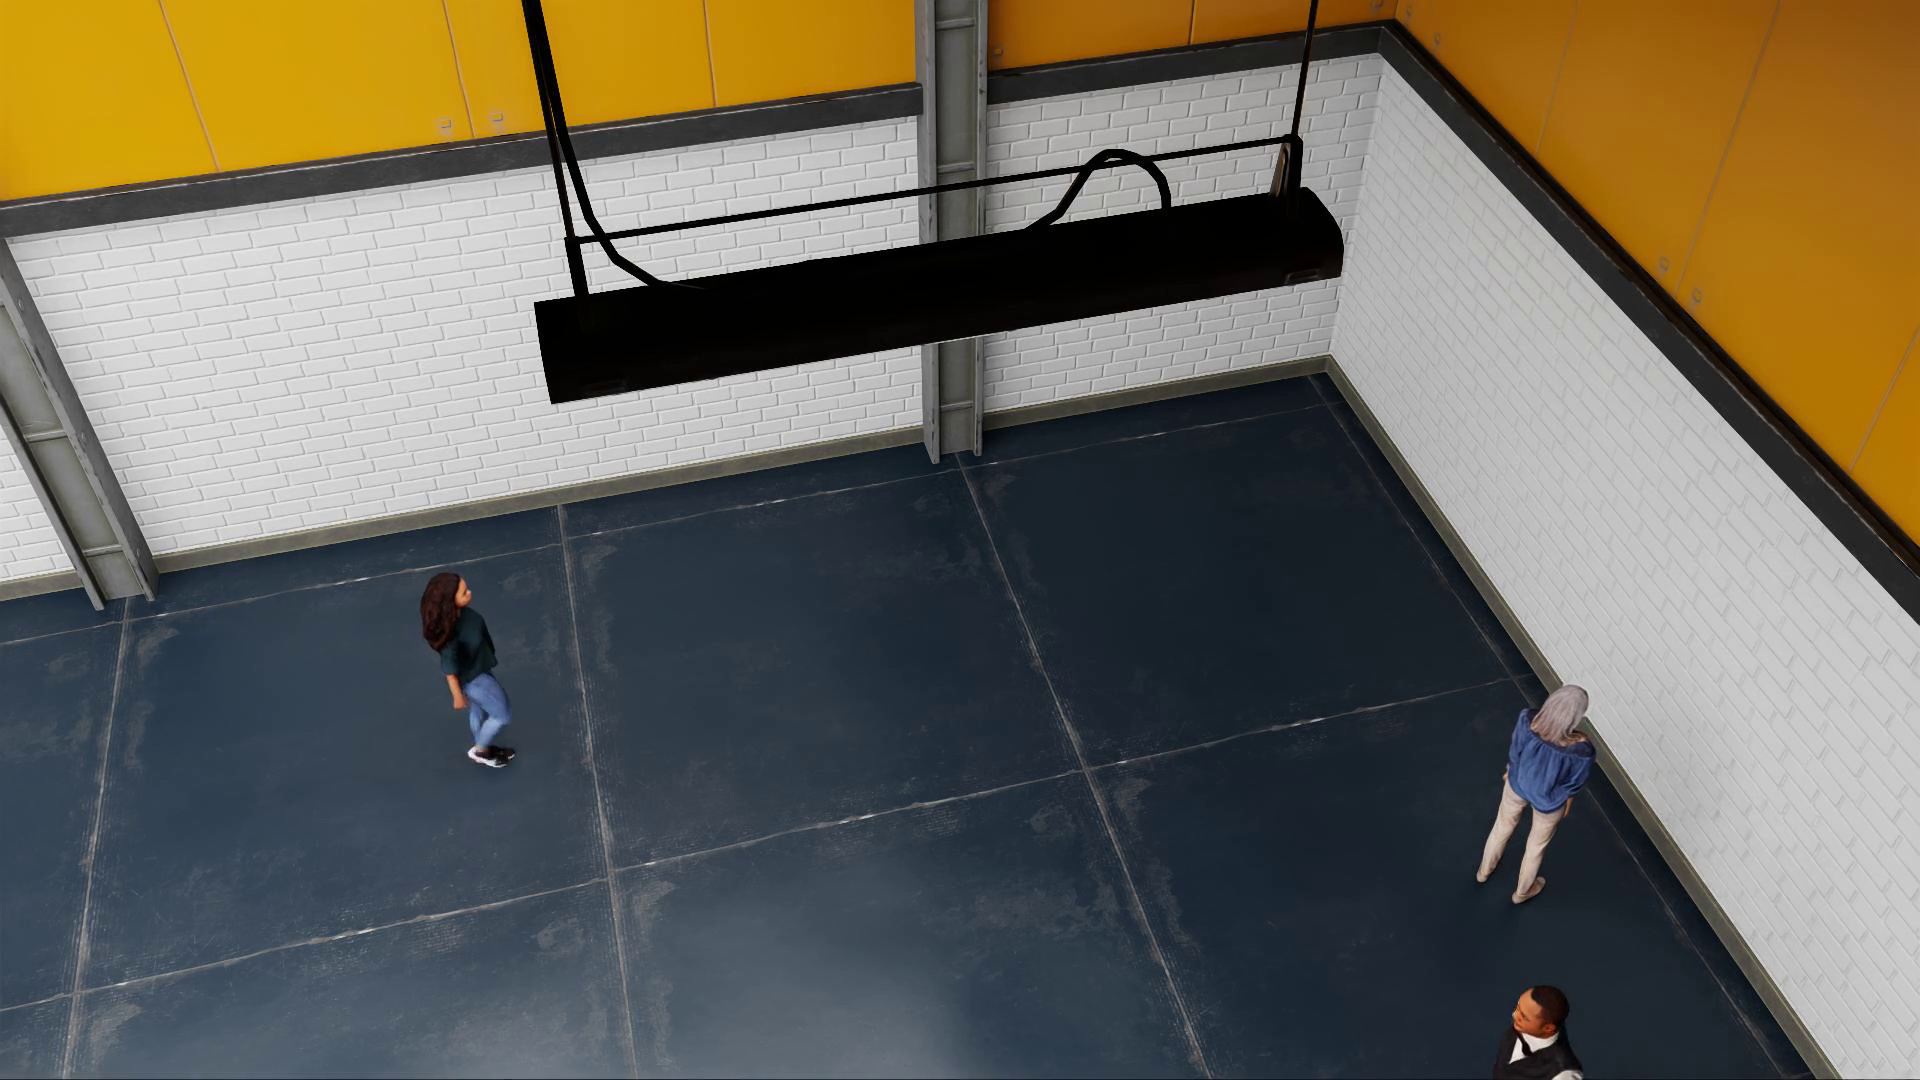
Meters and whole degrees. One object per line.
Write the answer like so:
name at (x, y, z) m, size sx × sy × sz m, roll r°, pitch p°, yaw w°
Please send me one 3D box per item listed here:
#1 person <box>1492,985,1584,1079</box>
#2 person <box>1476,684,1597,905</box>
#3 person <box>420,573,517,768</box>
person at (2.758, 2.707, 7.869) m, size 1.310 × 1.864 × 0.893 m, roll -9°, pitch 44°, yaw -9°
person at (3.235, 1.419, 9.343) m, size 0.709 × 1.697 × 0.730 m, roll 33°, pitch 53°, yaw 30°
person at (-3.026, 0.809, 10.049) m, size 0.613 × 1.605 × 0.597 m, roll -7°, pitch 44°, yaw -7°
